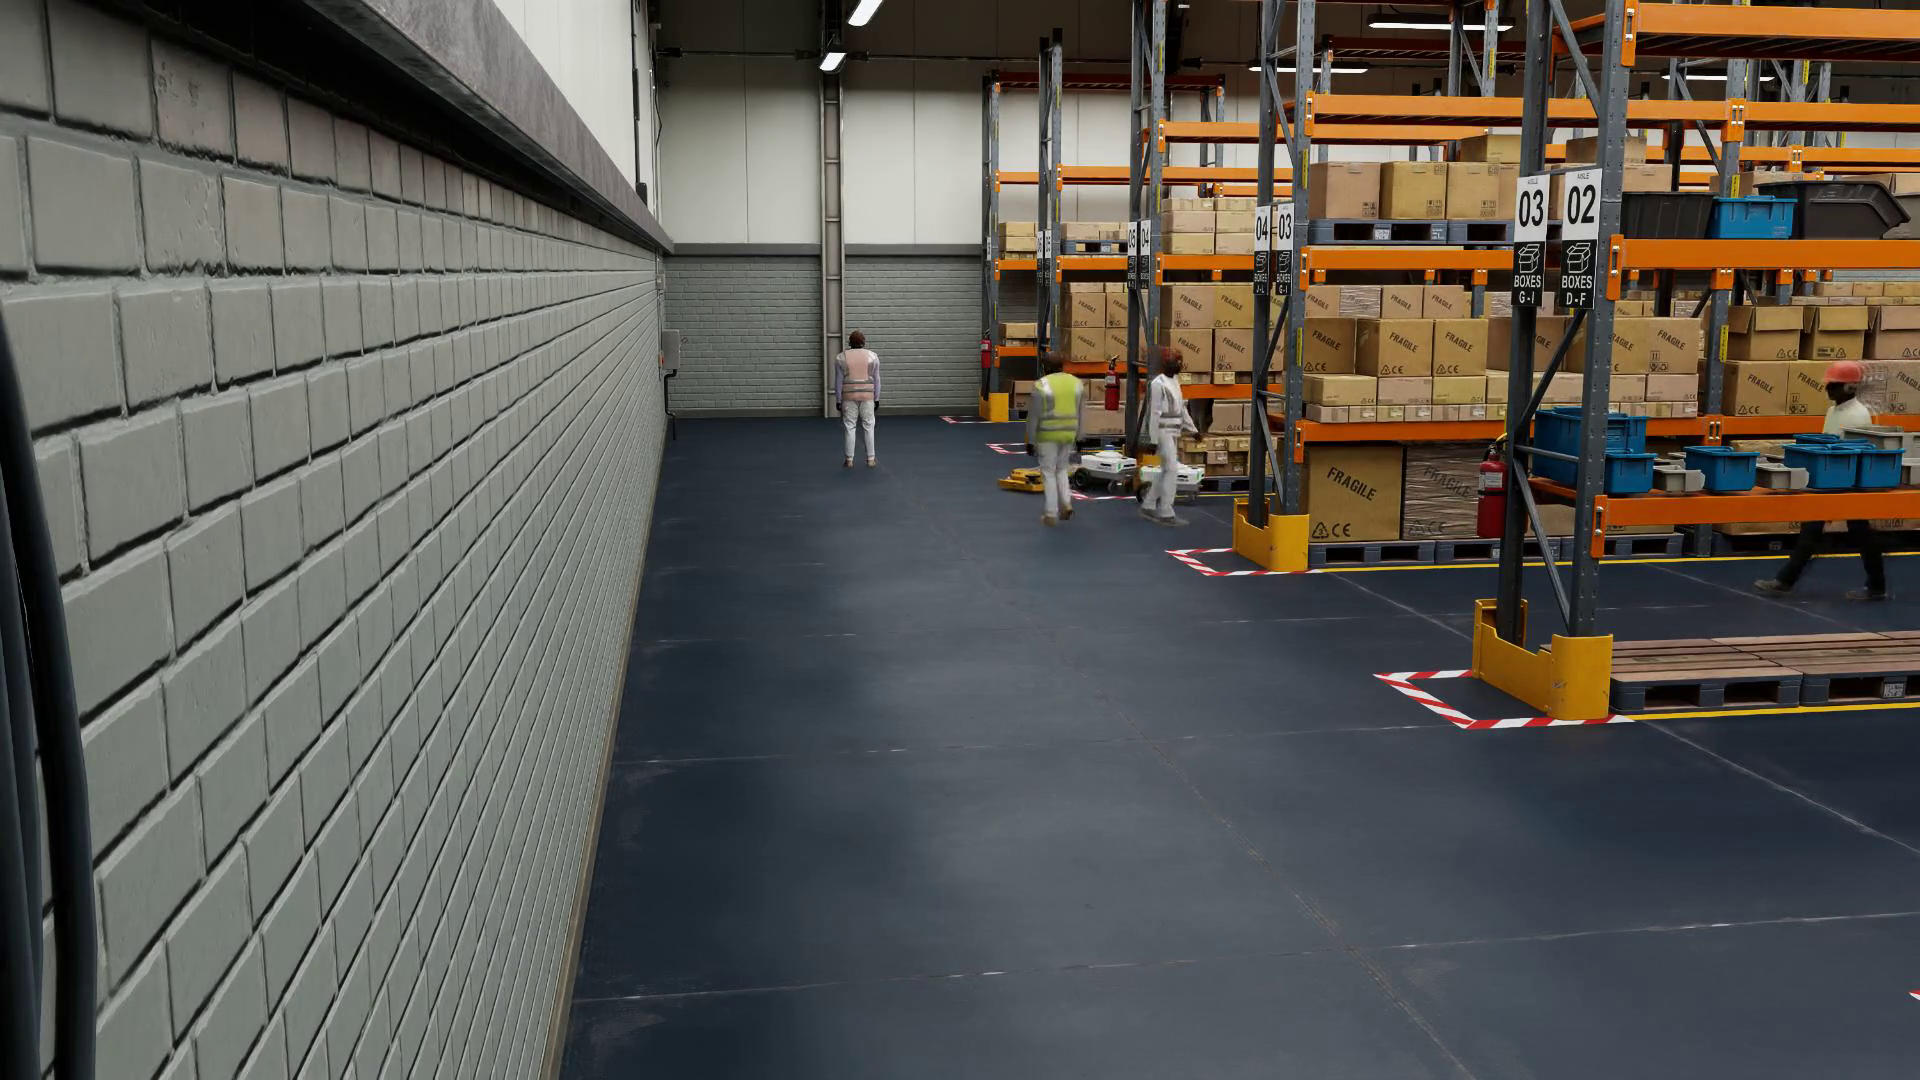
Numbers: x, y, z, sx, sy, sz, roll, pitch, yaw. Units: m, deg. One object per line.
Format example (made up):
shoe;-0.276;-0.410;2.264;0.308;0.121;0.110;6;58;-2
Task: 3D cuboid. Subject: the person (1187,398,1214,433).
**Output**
person;2.950;-1.595;20.553;0.333;1.860;0.510;-5;10;-26

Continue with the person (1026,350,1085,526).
person;0.976;-1.054;17.284;0.646;1.827;0.453;-5;10;-28

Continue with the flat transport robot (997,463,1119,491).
flat transport robot;1.212;-0.781;20.406;1.431;0.197;0.652;-7;12;-38

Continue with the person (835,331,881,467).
person;-1.387;-1.906;22.518;0.624;1.844;0.429;-1;9;-9

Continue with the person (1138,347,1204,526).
person;2.167;-1.091;17.434;0.654;1.859;0.592;4;10;24

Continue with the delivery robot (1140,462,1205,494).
delivery robot;2.407;-0.715;18.839;0.707;0.478;0.477;3;10;19

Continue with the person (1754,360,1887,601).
person;7.015;-0.463;13.314;1.017;1.939;0.641;0;9;2

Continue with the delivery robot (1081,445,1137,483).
delivery robot;1.787;-0.895;19.947;0.477;0.478;0.707;-7;12;-38
